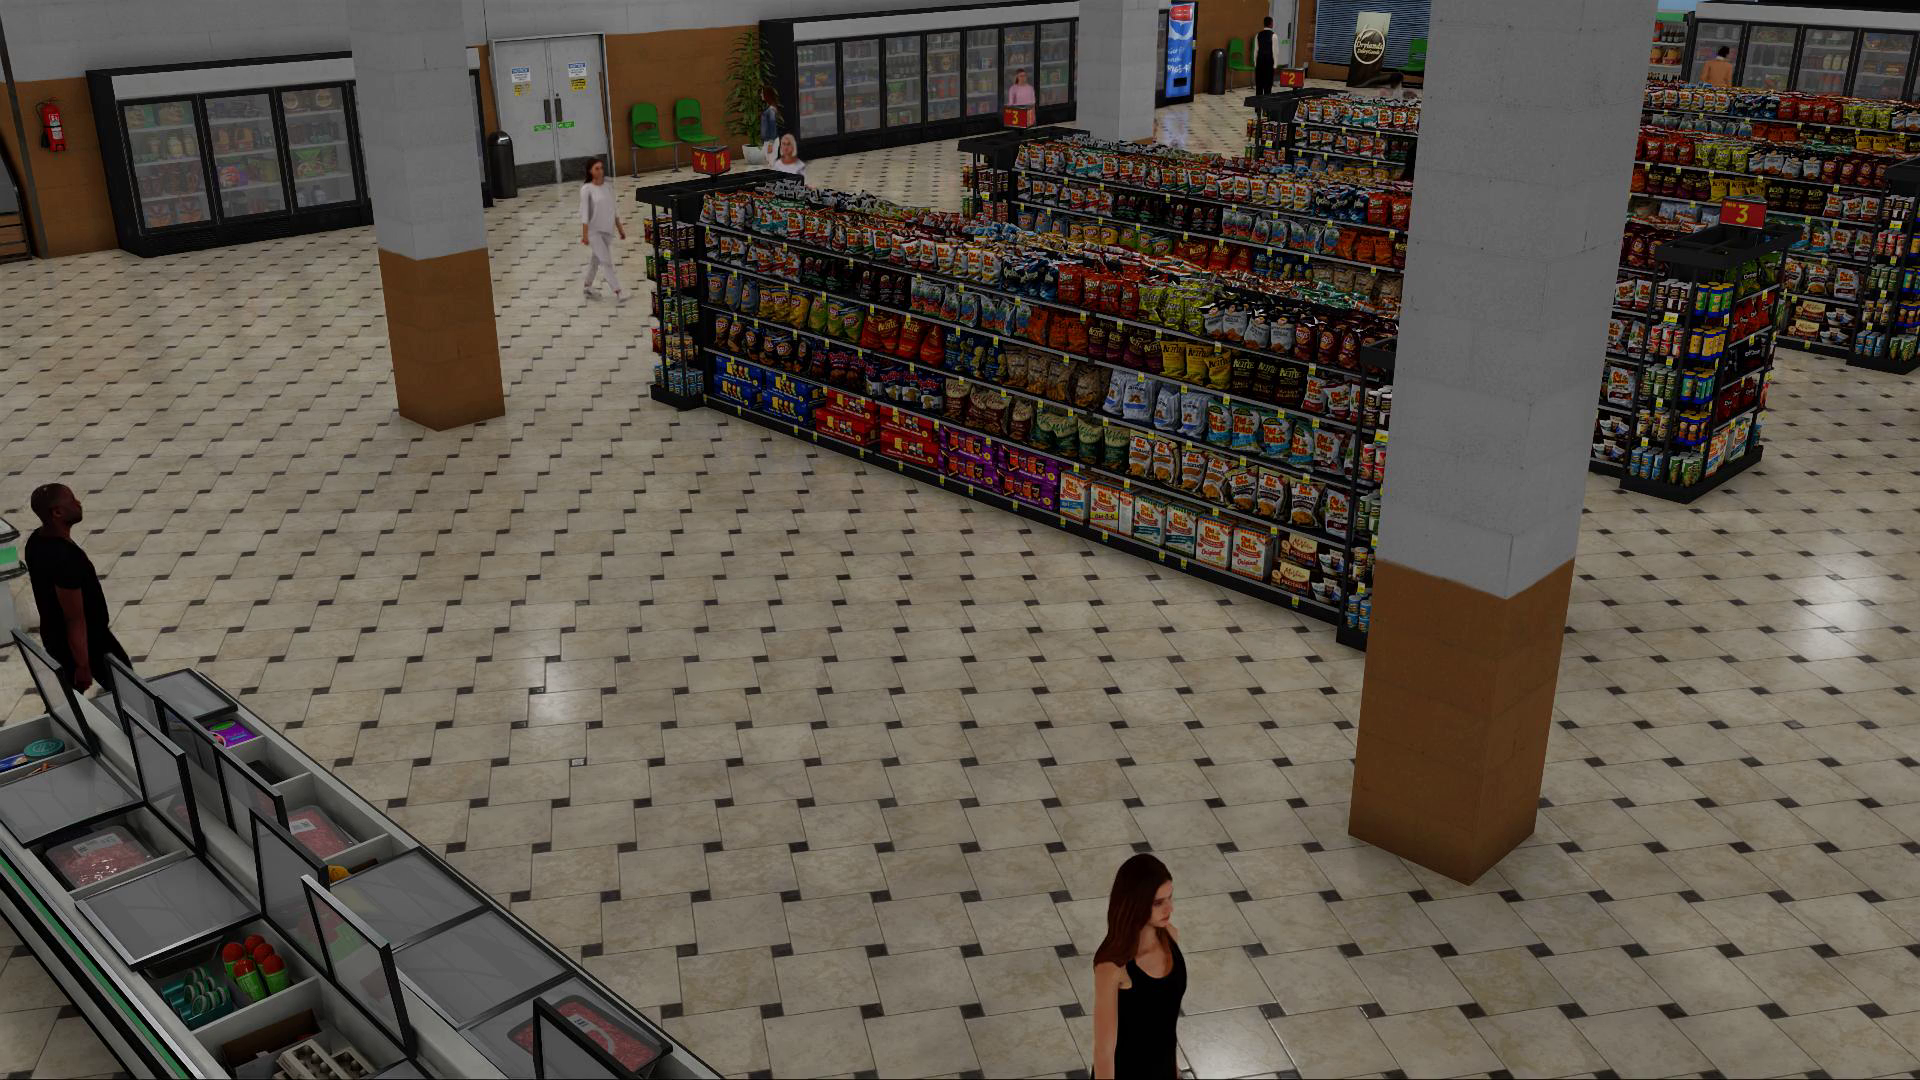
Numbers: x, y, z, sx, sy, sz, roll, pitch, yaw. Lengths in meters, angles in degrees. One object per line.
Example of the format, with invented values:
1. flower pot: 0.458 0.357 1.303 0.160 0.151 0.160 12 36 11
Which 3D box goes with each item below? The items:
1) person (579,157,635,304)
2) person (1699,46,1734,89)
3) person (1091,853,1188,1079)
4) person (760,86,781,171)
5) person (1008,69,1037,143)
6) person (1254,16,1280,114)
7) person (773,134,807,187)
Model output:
1. person: -4.203 -3.547 19.153 1.148 1.635 0.762 13 26 30
2. person: 13.790 -8.114 30.381 0.702 1.737 0.856 2 22 6
3. person: 0.590 1.824 5.665 0.502 1.725 0.576 19 29 39
4. person: -2.848 -6.006 25.182 0.754 1.702 0.633 -5 23 -13
5. person: 0.998 -6.958 27.614 0.866 1.655 1.179 -10 24 -23
6. person: 6.323 -9.846 34.448 0.556 1.918 0.773 17 27 36
7. person: -2.068 -4.087 20.396 1.117 1.710 1.005 5 22 13
